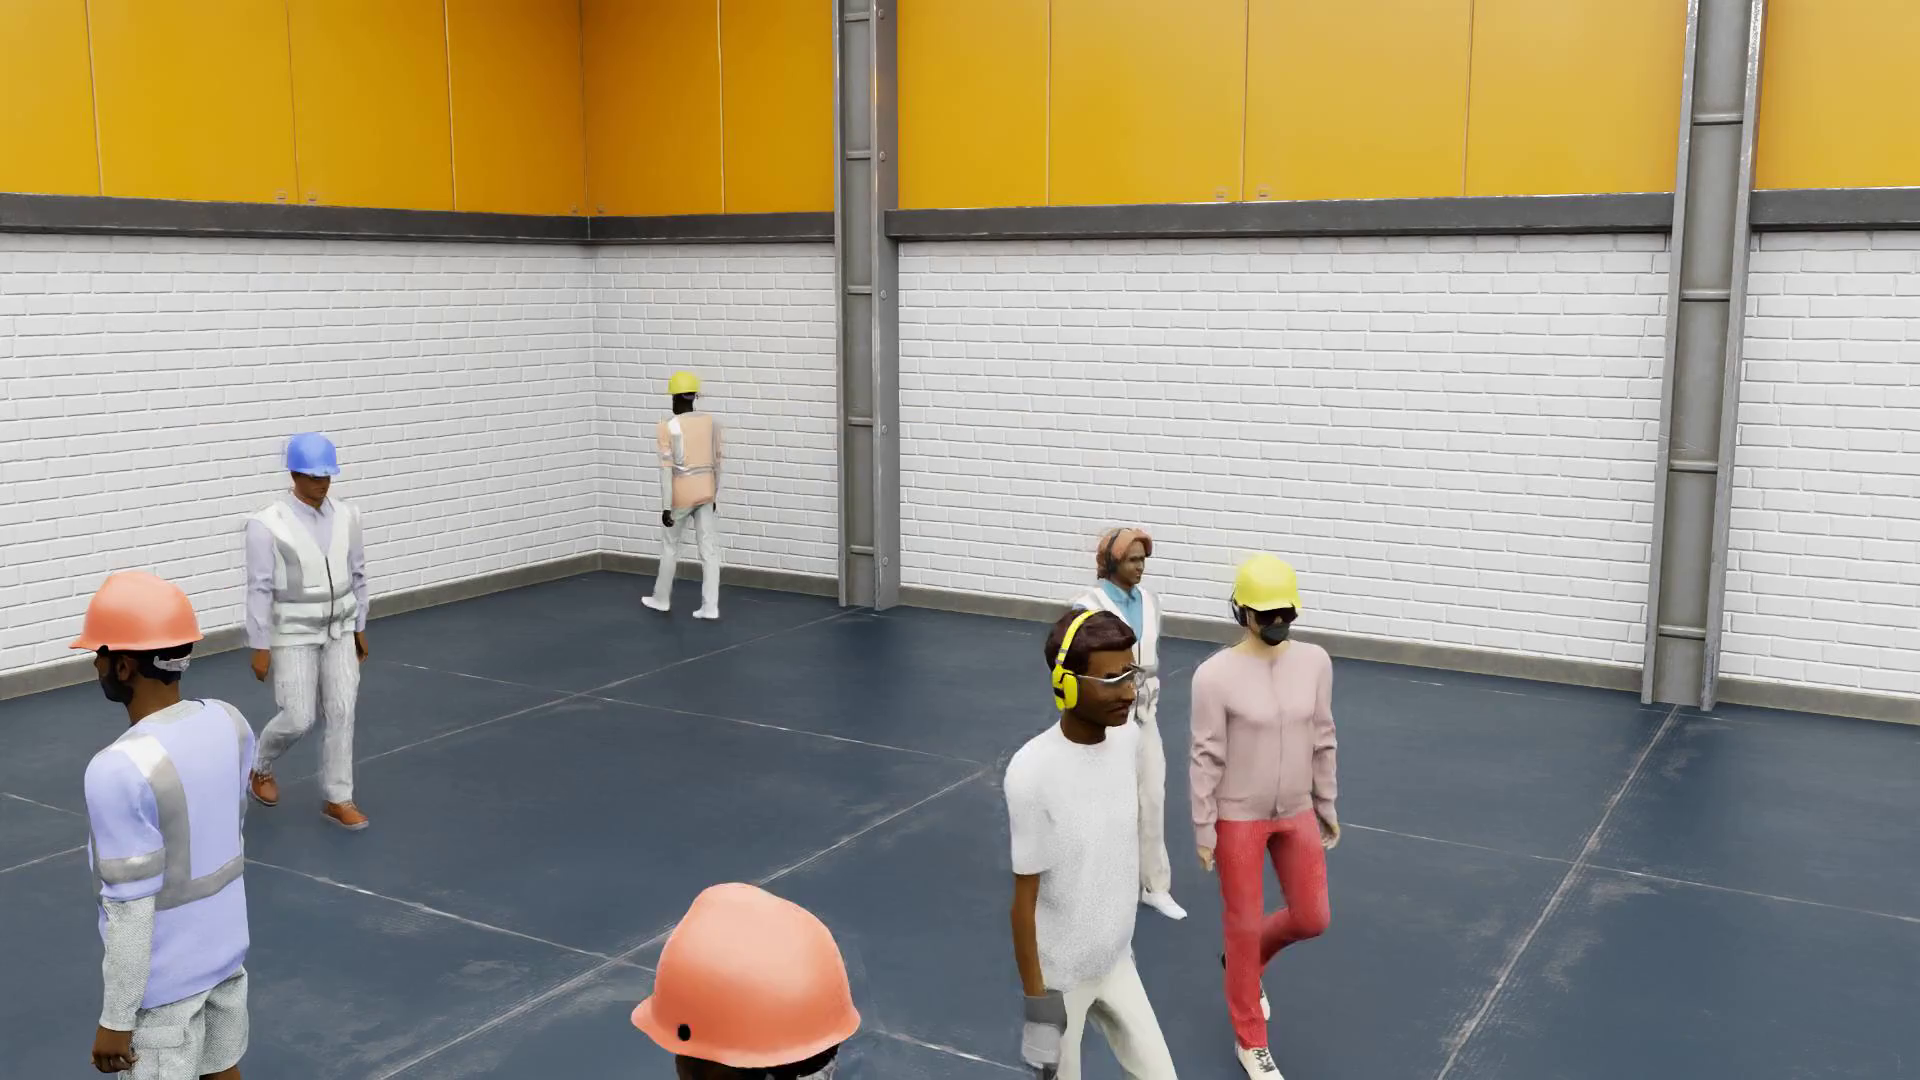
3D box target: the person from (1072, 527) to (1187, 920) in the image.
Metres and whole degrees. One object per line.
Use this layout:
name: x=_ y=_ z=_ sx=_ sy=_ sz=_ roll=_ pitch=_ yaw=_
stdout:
person: x=0.621 y=0.730 z=7.014 sx=0.518 sy=1.610 sz=0.806 roll=-7 pitch=11 yaw=-36

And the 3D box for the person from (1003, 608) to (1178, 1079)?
person: x=0.350 y=1.077 z=4.073 sx=0.562 sy=1.850 sz=0.568 roll=9 pitch=12 yaw=43

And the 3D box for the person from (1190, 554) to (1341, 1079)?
person: x=0.984 y=0.896 z=5.493 sx=0.546 sy=1.752 sz=0.492 roll=-3 pitch=10 yaw=-21

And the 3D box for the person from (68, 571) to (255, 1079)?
person: x=-1.948 y=1.034 z=4.090 sx=0.355 sy=1.938 sz=0.545 roll=1 pitch=9 yaw=4

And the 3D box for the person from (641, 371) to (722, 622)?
person: x=-2.138 y=-0.344 z=12.797 sx=0.613 sy=1.891 sz=0.890 roll=-8 pitch=12 yaw=-41

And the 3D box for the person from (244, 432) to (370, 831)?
person: x=-3.142 y=0.427 z=7.945 sx=0.643 sy=1.922 sz=0.621 roll=6 pitch=11 yaw=35

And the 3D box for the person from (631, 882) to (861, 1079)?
person: x=-0.192 y=1.375 z=2.108 sx=0.937 sy=1.905 sz=0.558 roll=7 pitch=11 yaw=37
